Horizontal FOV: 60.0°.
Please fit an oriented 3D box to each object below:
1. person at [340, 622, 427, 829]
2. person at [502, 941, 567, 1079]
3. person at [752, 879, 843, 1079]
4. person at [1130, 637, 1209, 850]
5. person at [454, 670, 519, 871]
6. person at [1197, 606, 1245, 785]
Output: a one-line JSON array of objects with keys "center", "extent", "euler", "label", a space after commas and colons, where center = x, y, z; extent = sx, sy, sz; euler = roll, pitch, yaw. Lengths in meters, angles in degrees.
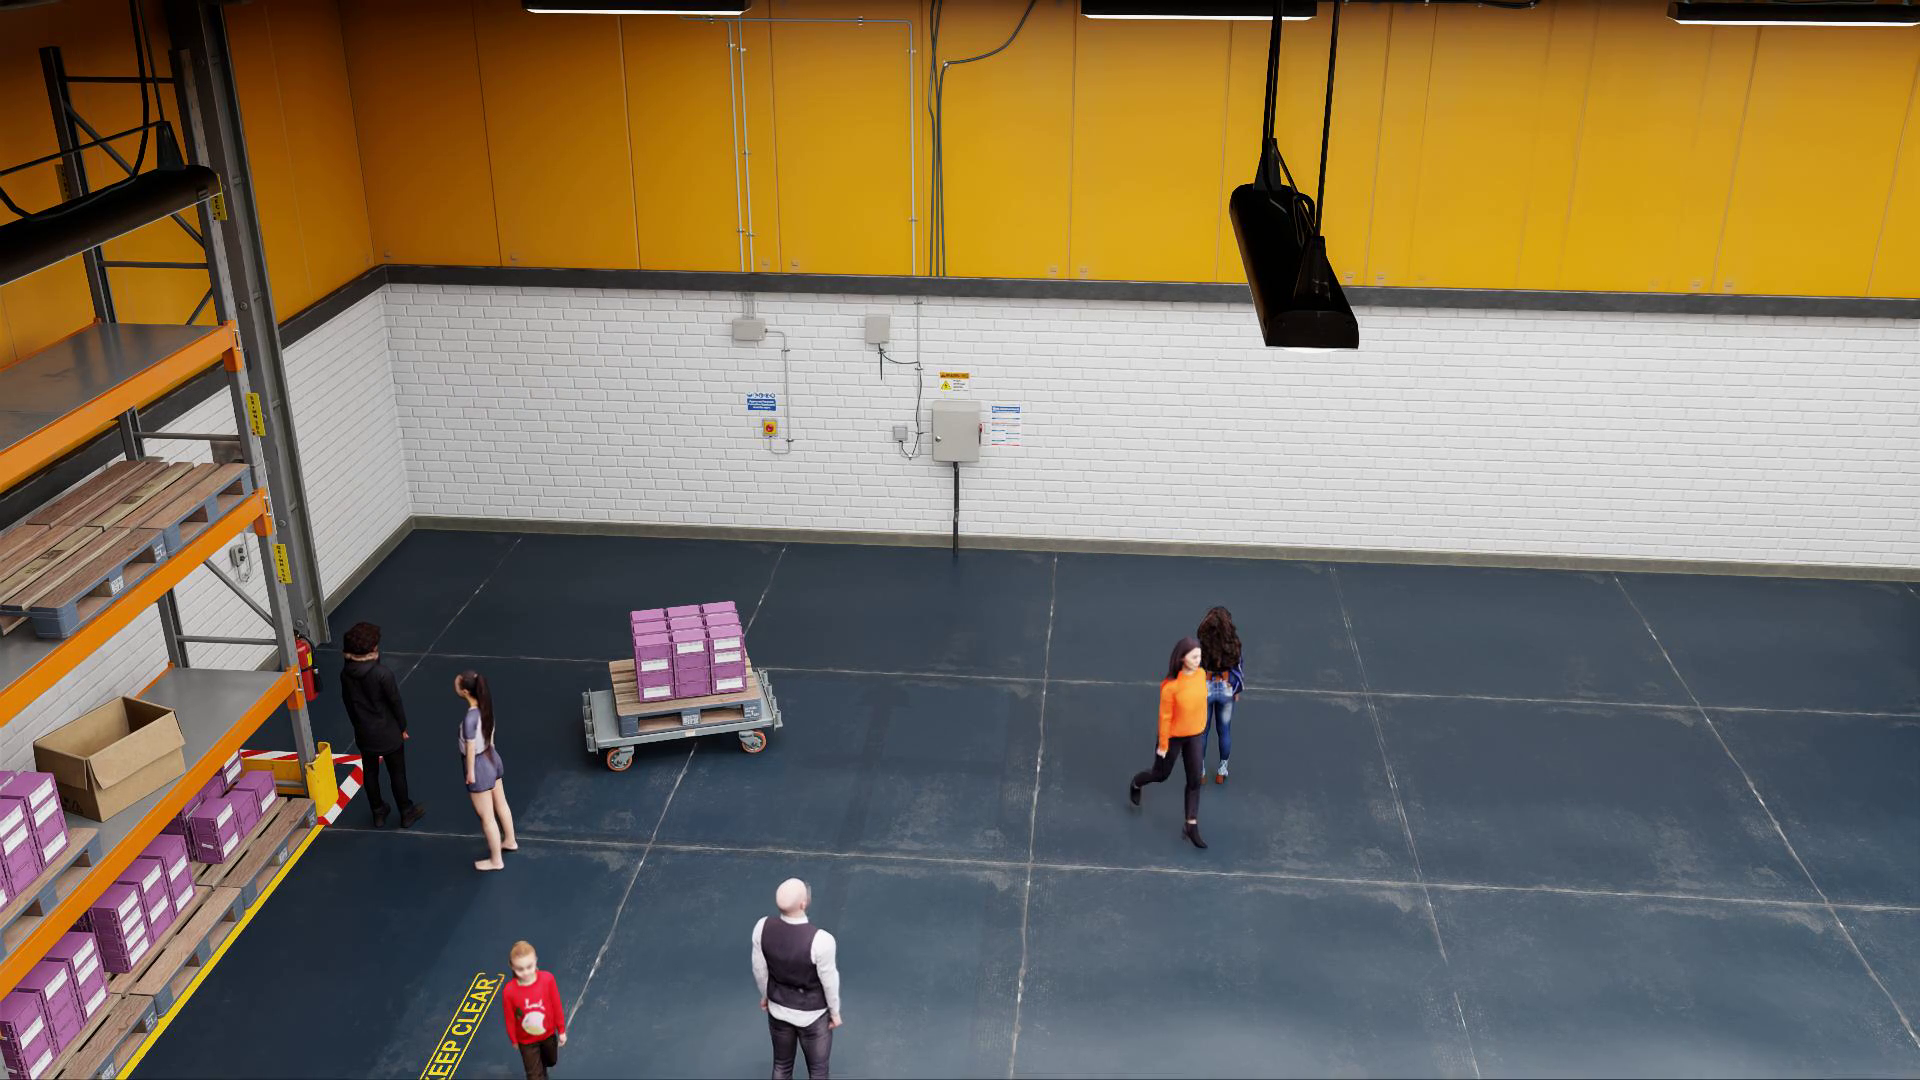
[{"center": [-4.563, 1.461, 13.036], "extent": [0.622, 1.781, 0.608], "euler": [3, 24, 8], "label": "person"}, {"center": [-2.600, 2.990, 10.181], "extent": [0.797, 1.266, 0.913], "euler": [-14, 27, -29], "label": "person"}, {"center": [-0.964, 2.804, 9.912], "extent": [0.746, 1.822, 0.686], "euler": [8, 25, 18], "label": "person"}, {"center": [1.644, 1.524, 12.975], "extent": [1.083, 1.715, 1.180], "euler": [-16, 28, -32], "label": "person"}, {"center": [-3.595, 1.723, 12.606], "extent": [0.651, 1.646, 0.442], "euler": [3, 24, 7], "label": "person"}, {"center": [2.098, 1.267, 13.685], "extent": [0.598, 1.616, 0.536], "euler": [1, 24, 3], "label": "person"}]
